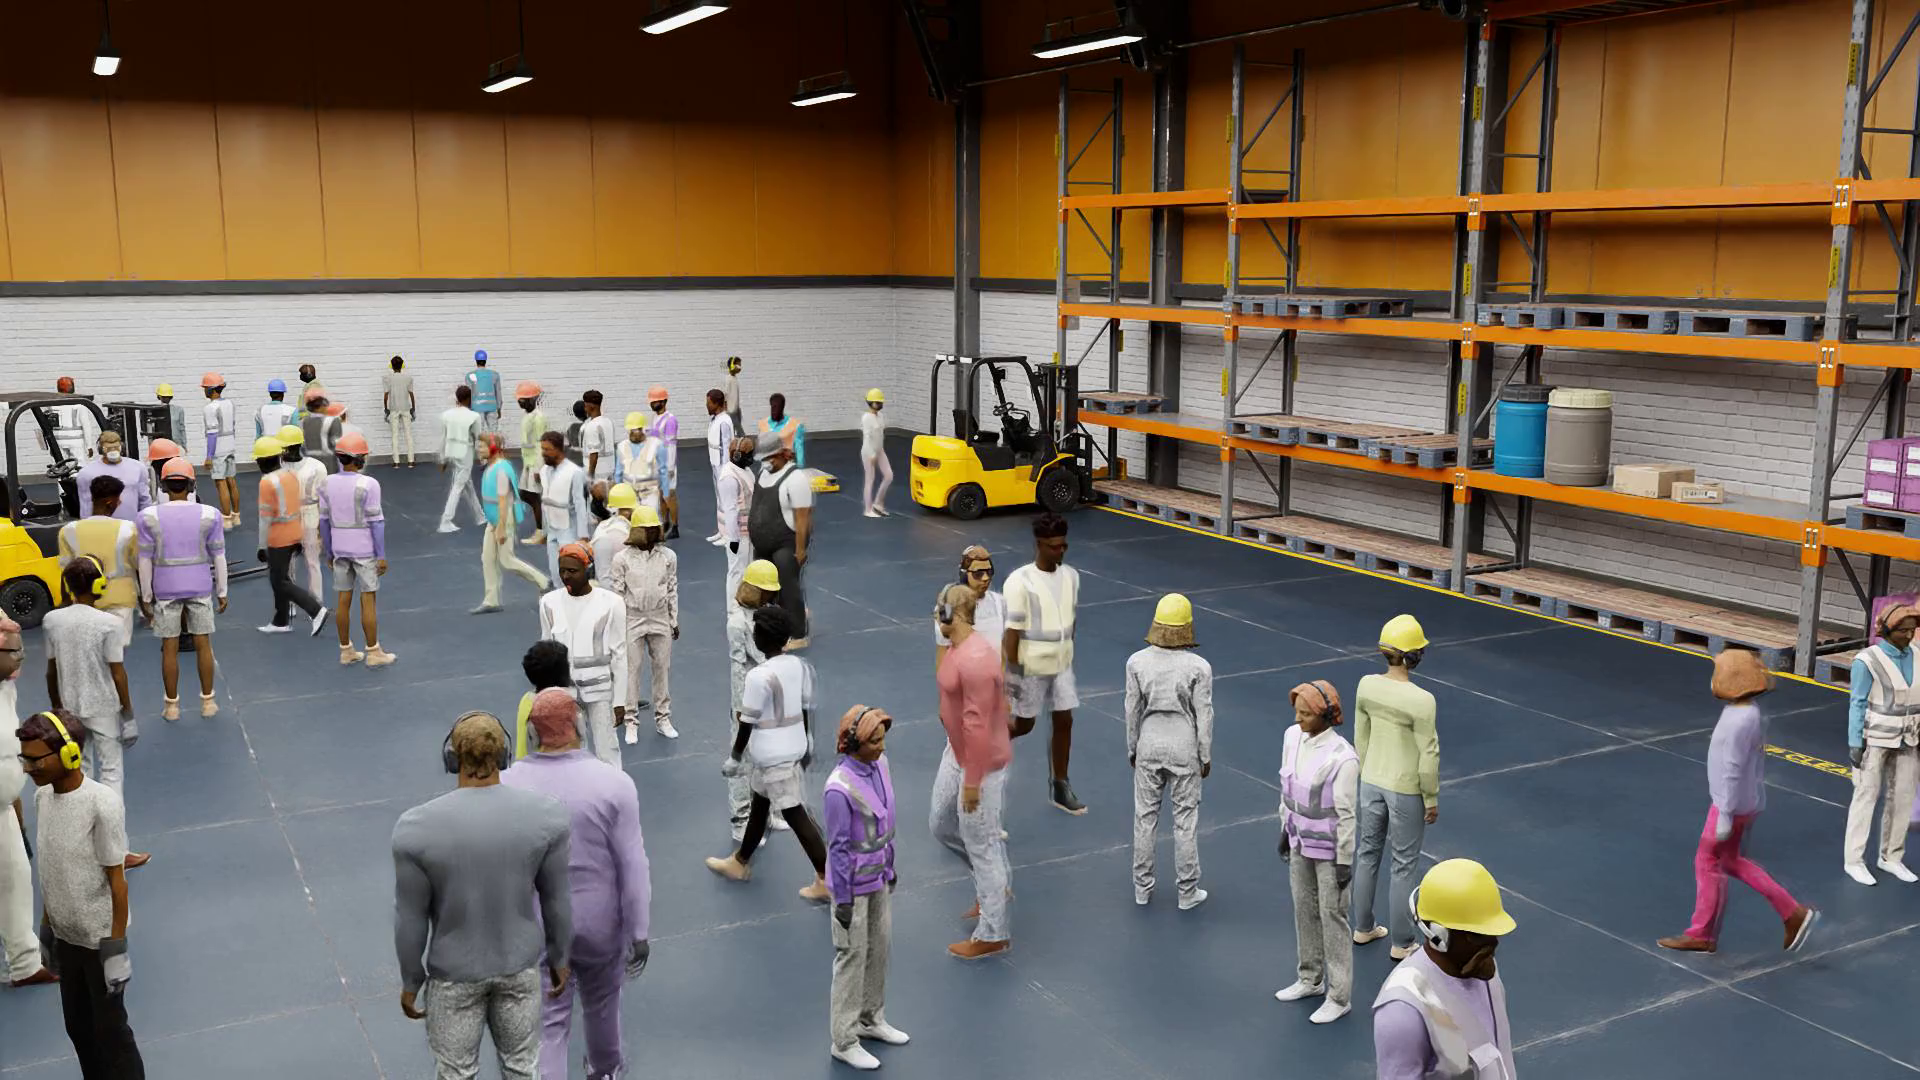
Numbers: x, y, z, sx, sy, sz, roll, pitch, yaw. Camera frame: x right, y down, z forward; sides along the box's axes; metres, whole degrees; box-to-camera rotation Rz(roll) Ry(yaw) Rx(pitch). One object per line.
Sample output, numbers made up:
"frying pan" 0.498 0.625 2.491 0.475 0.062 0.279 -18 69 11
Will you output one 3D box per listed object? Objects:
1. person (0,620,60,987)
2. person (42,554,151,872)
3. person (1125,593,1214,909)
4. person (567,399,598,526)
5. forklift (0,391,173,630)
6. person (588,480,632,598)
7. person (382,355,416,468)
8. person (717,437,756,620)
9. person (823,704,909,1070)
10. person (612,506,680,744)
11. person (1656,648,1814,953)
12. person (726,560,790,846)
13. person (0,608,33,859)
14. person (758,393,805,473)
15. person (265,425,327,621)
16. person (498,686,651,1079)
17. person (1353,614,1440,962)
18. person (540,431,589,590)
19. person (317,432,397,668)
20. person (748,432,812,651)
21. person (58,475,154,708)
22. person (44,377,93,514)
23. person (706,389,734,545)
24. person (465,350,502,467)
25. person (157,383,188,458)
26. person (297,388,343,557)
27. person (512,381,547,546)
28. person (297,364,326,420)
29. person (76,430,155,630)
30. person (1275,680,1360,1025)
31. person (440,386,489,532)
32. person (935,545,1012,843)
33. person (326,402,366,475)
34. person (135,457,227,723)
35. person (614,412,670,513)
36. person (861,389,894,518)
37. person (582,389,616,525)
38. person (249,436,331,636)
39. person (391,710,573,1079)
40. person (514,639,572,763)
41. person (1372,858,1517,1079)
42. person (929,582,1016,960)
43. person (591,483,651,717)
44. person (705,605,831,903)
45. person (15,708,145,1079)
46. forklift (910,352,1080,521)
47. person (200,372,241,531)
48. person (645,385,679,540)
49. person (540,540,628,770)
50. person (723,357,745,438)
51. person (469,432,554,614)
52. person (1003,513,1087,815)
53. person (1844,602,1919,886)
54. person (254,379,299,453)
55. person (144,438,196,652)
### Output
"person" -4.788 1.305 7.903 0.859 1.861 0.665 -4 10 -20
"person" -5.001 1.008 9.593 0.526 1.860 0.320 2 10 11
"person" 1.147 1.150 9.101 0.489 1.744 0.295 4 11 21
"person" -4.938 -0.984 21.550 0.568 1.679 0.540 -9 13 -41
"forklift" -9.026 -0.363 16.508 1.214 2.155 2.313 6 11 29
"person" -2.686 0.451 12.840 0.429 1.841 0.633 -3 10 -15
"person" -9.301 -2.127 27.602 0.516 1.872 0.327 -4 11 -22
"person" -2.097 -0.076 15.922 0.429 1.830 0.639 1 10 7
"person" -0.439 1.512 7.335 0.322 1.628 0.535 4 11 21
"person" -2.289 0.613 12.183 0.487 1.746 0.286 -5 11 -27
"person" 3.953 1.342 8.380 0.642 1.611 0.505 5 11 26
"person" -1.218 0.973 10.138 0.311 1.736 0.483 4 11 24
"person" -5.721 0.976 9.650 0.594 1.910 0.433 5 11 28
"person" -2.162 -0.899 20.526 0.601 1.884 0.918 3 10 17
"person" -6.425 -0.163 16.138 0.588 1.923 0.383 -1 10 -4
"person" -1.559 1.523 6.655 0.659 1.855 0.942 -1 10 -4
"person" 2.219 1.250 8.449 0.307 1.772 0.525 -6 12 -32
"person" -3.762 -0.103 15.875 0.612 1.895 0.522 9 13 43
"person" -5.206 0.088 14.348 0.609 2.044 0.394 3 10 18
"person" -1.632 -0.027 15.016 0.567 2.000 0.708 -8 13 -40
"person" -6.485 0.463 12.595 0.644 1.915 0.994 -2 10 -13
"person" -12.169 -1.291 22.747 0.584 1.882 0.337 -1 10 -4
"person" -2.908 -0.895 20.375 0.375 1.916 0.592 -3 10 -18
"person" -7.957 -2.198 27.784 0.612 1.946 0.405 -6 12 -33
"person" -11.013 -1.301 23.148 0.326 1.765 0.533 9 13 41
"person" -7.380 -0.771 19.493 0.799 2.007 0.433 4 11 22
"person" -5.172 -0.935 20.285 0.521 2.024 0.631 -5 11 -28
"person" -10.124 -1.832 26.012 0.430 1.836 0.626 -4 11 -22
"person" -7.926 -0.078 15.657 0.635 1.927 0.377 -10 14 -44
"person" 1.671 1.441 7.765 0.324 1.630 0.507 -4 11 -23
"person" -6.402 -1.046 21.488 0.598 1.836 1.020 6 11 29
"person" 0.090 0.940 10.015 0.506 1.846 0.346 -7 12 -34
"person" -7.653 -0.848 20.654 0.358 1.727 0.626 7 12 36
"person" -5.937 0.378 12.727 0.614 2.031 0.402 -5 11 -29
"person" -3.560 -0.521 18.504 0.630 1.812 0.486 2 10 14
"person" -1.110 -1.154 22.358 0.433 1.751 0.528 6 12 32
"person" -4.279 -0.804 19.711 0.364 1.962 0.612 2 10 12
"person" -6.251 -0.026 15.441 0.744 1.903 0.592 0 10 3
"person" -1.741 1.577 6.122 0.637 1.929 0.368 -5 11 -26
"person" -2.062 1.316 8.290 0.323 1.695 0.546 -5 11 -25
"person" 1.448 1.825 4.957 0.404 1.832 0.597 8 13 38
"person" 0.069 1.169 8.572 0.416 1.900 0.662 -2 10 -13
"person" -2.620 0.468 12.815 0.403 1.821 0.601 1 10 5
"person" -1.038 1.179 9.219 0.892 1.650 0.535 3 10 19
"person" -3.404 1.557 6.447 0.525 1.857 0.344 6 11 29
"forklift" 0.460 -1.461 22.833 2.313 2.155 1.214 -5 11 -28
"person" -9.539 -1.138 21.401 0.378 2.045 0.605 1 10 4
"person" -3.722 -0.965 20.749 0.388 1.929 0.546 -7 12 -36
"person" -2.254 0.929 10.004 0.568 1.878 0.351 2 10 14
"person" -3.718 -2.103 27.512 0.584 1.848 0.552 1 10 7
"person" -4.492 -0.176 16.513 0.764 1.819 0.590 -6 12 -32
"person" 0.481 0.763 10.755 0.610 1.945 0.816 -7 12 -37
"person" 5.253 1.146 9.442 0.536 1.628 0.319 -3 10 -15
"person" -8.829 -1.121 21.617 0.605 1.939 0.415 1 10 7
"person" -7.041 0.048 14.918 0.388 1.929 0.547 0 10 0
